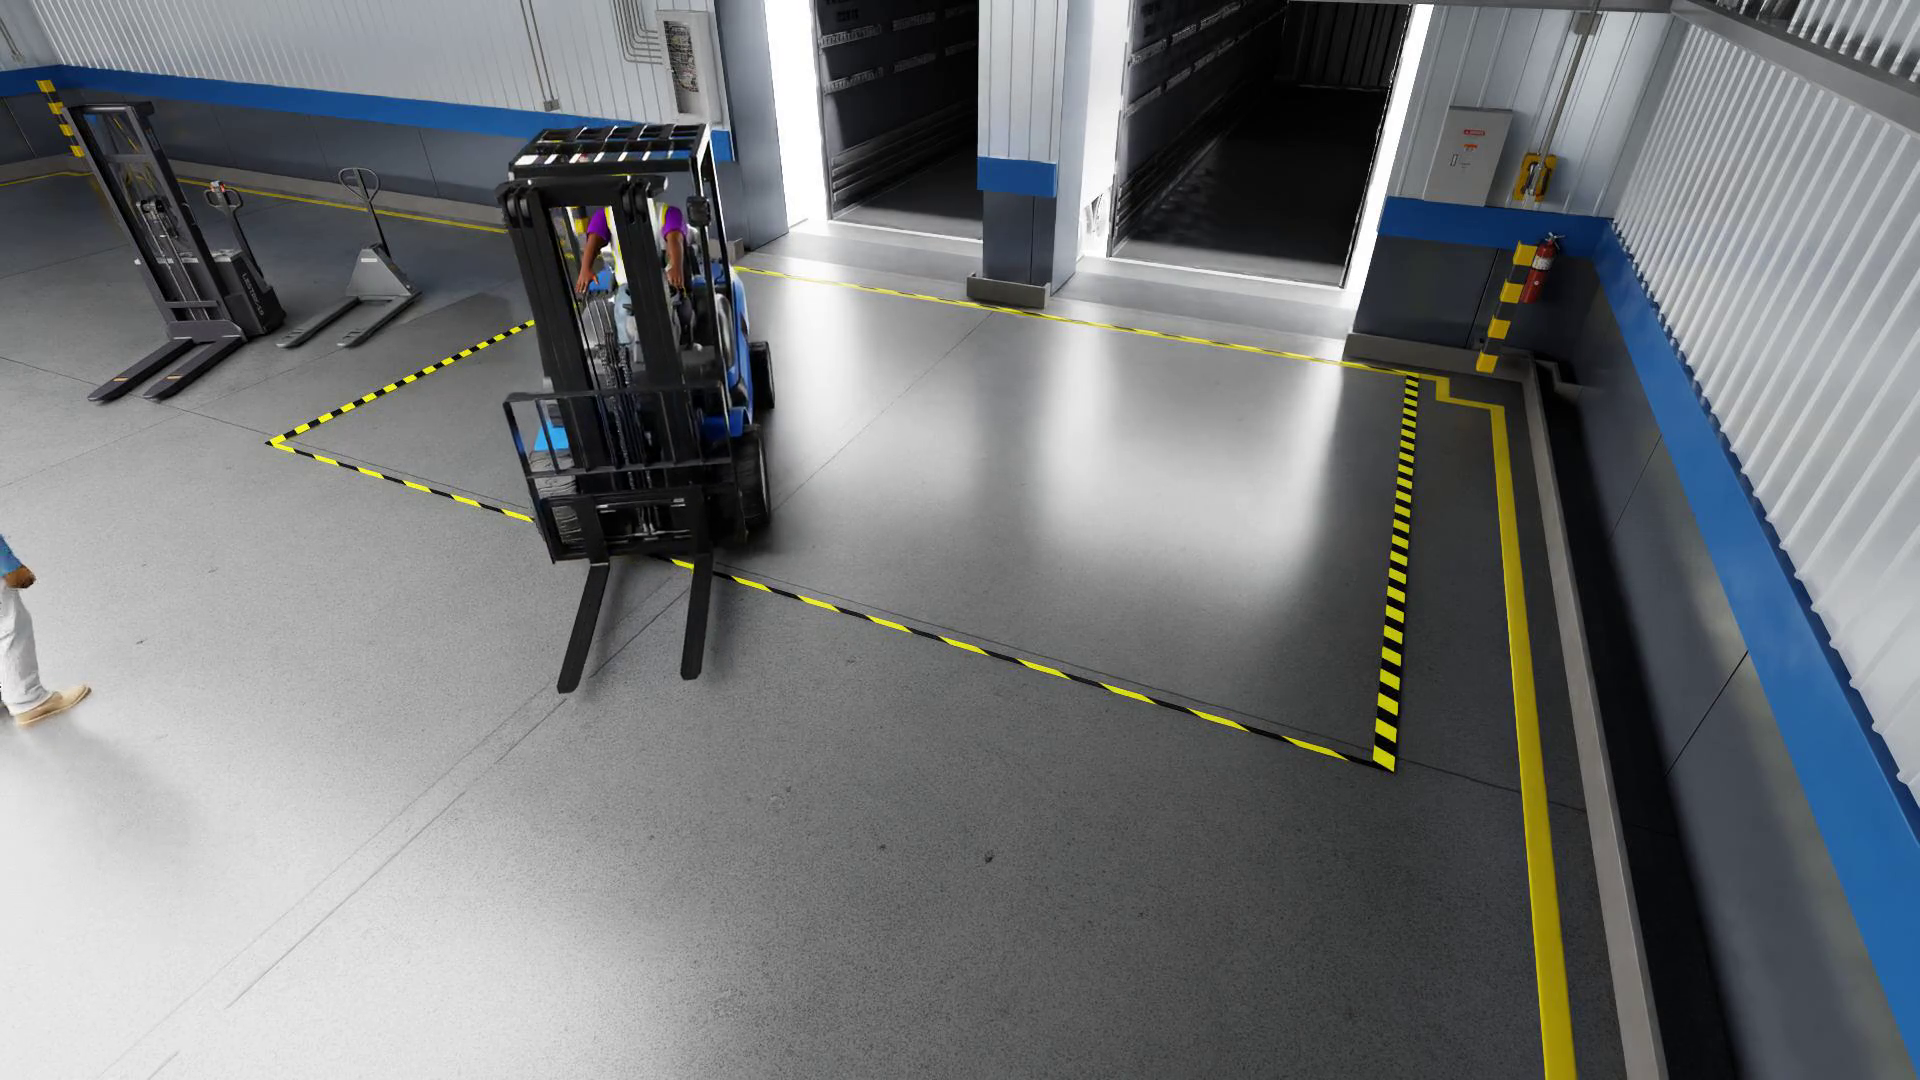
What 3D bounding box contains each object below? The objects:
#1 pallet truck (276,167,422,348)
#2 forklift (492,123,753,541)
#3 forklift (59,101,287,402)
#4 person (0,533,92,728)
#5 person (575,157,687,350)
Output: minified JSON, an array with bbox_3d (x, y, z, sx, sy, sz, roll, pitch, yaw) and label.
[{"bbox_3d":[-5.732,-2.611,8.414,0.680,1.201,1.601,-1,35,-1],"label":"pallet truck"},{"bbox_3d":[-2.000,-1.476,5.820,1.157,2.036,2.680,-5,35,-7],"label":"forklift"},{"bbox_3d":[-6.686,-2.387,7.434,0.823,1.965,1.885,-3,35,-5],"label":"forklift"},{"bbox_3d":[-4.513,0.101,4.049,0.661,1.809,0.492,6,35,8],"label":"person"},{"bbox_3d":[-1.997,-1.595,5.664,0.635,1.294,1.004,-5,35,-7],"label":"person"}]
